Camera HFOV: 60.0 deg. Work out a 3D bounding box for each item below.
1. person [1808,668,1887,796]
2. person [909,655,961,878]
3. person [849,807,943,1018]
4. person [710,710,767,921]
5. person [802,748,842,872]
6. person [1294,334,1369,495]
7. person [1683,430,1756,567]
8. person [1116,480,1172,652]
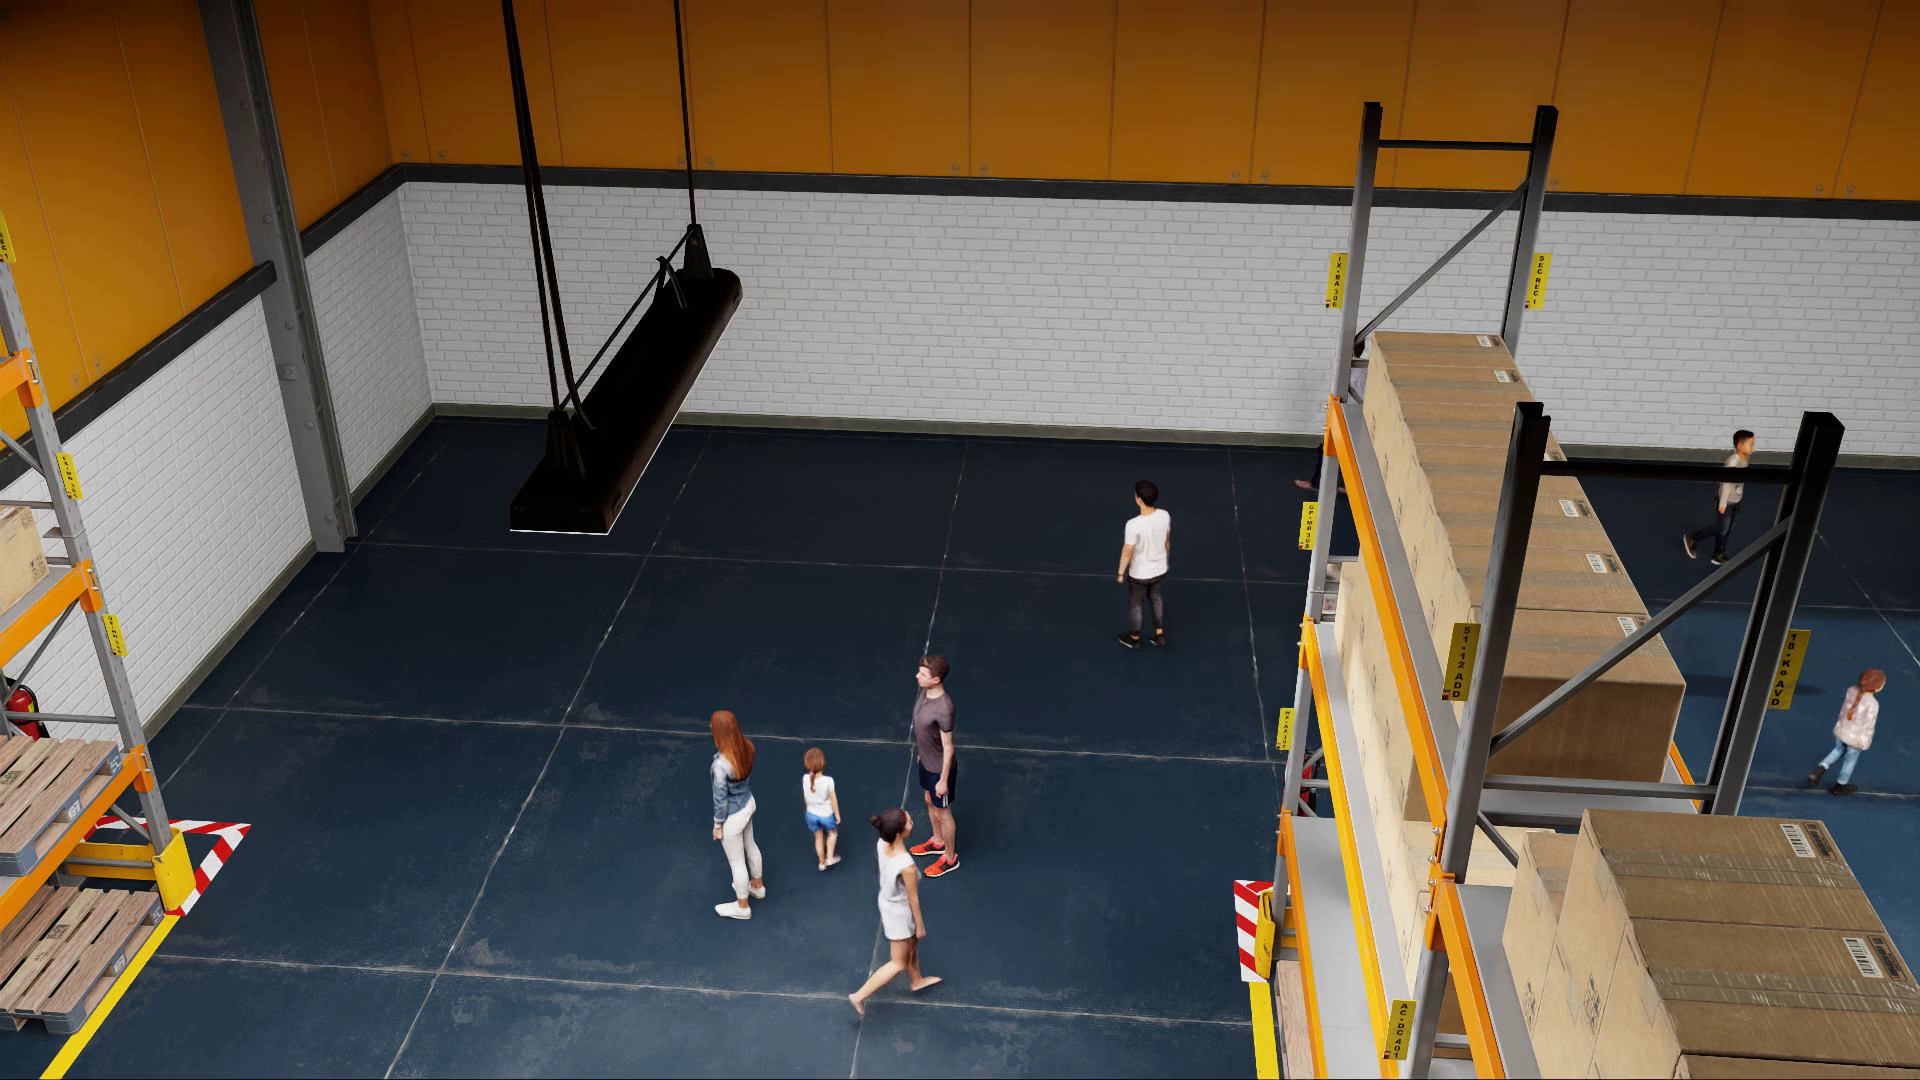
[{"bbox_3d":[7.002,1.518,13.127,0.678,1.186,0.678,-8,30,-14],"label":"person"},{"bbox_3d":[-0.168,1.639,12.211,0.790,1.851,0.643,-10,30,-18],"label":"person"},{"bbox_3d":[-0.460,2.472,10.963,0.937,1.583,0.977,-15,32,-25],"label":"person"},{"bbox_3d":[-1.577,1.938,11.822,0.712,1.699,0.524,9,30,16],"label":"person"},{"bbox_3d":[-1.058,2.040,12.360,0.502,1.004,0.508,11,31,20],"label":"person"},{"bbox_3d":[4.183,-1.264,17.558,1.017,1.826,1.023,17,33,29],"label":"person"},{"bbox_3d":[7.505,-0.416,16.392,0.796,1.455,0.846,-24,37,-37],"label":"person"},{"bbox_3d":[1.700,0.254,14.891,0.827,1.715,0.869,-15,32,-26],"label":"person"}]
